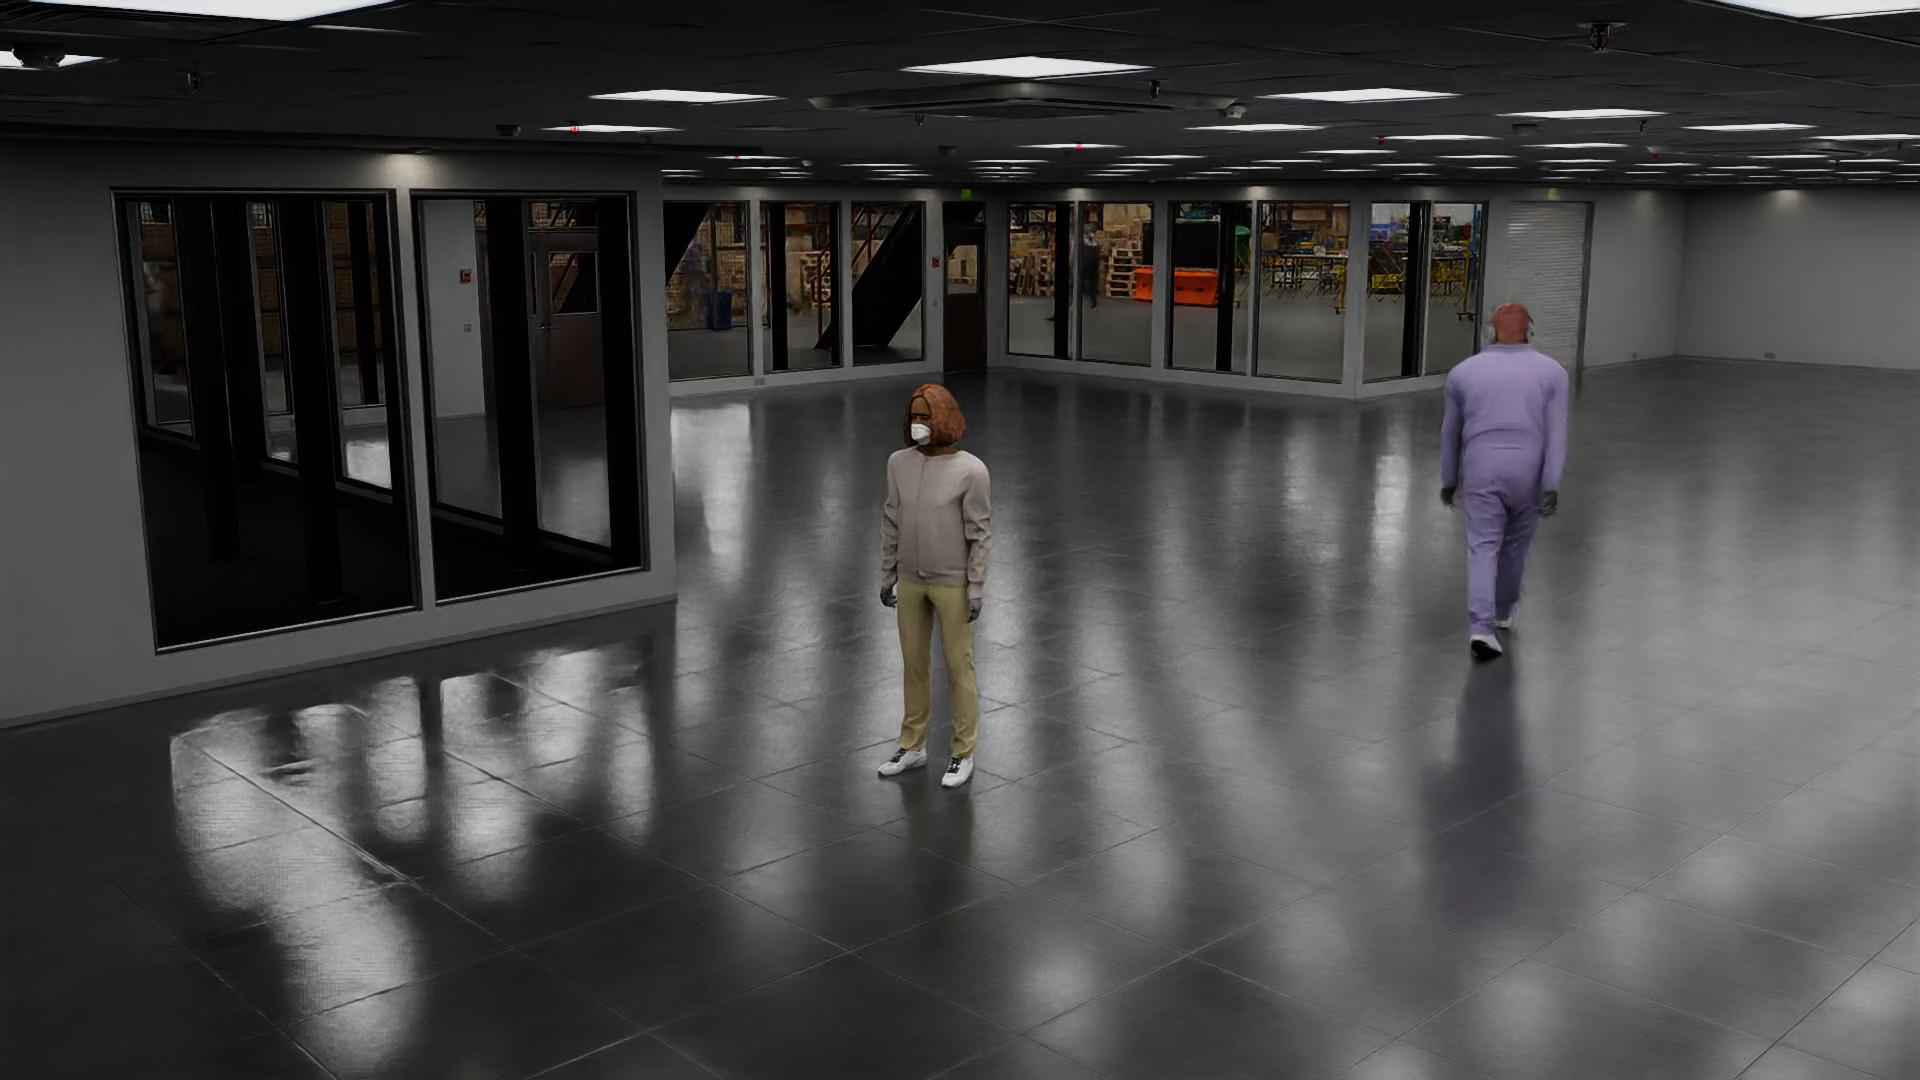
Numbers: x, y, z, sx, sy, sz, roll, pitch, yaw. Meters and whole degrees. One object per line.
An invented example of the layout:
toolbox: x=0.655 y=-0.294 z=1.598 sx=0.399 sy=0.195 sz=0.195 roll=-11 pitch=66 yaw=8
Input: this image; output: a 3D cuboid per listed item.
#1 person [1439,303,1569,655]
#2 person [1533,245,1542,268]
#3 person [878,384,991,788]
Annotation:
person: x=2.872 y=-0.331 z=8.856 sx=0.648 sy=1.828 sz=1.061 roll=4 pitch=12 yaw=19
person: x=13.255 y=-6.225 z=38.608 sx=0.533 sy=1.741 sz=0.808 roll=-6 pitch=13 yaw=-29
person: x=-0.110 y=0.182 z=6.741 sx=0.500 sy=1.633 sz=0.280 roll=7 pitch=13 yaw=30
